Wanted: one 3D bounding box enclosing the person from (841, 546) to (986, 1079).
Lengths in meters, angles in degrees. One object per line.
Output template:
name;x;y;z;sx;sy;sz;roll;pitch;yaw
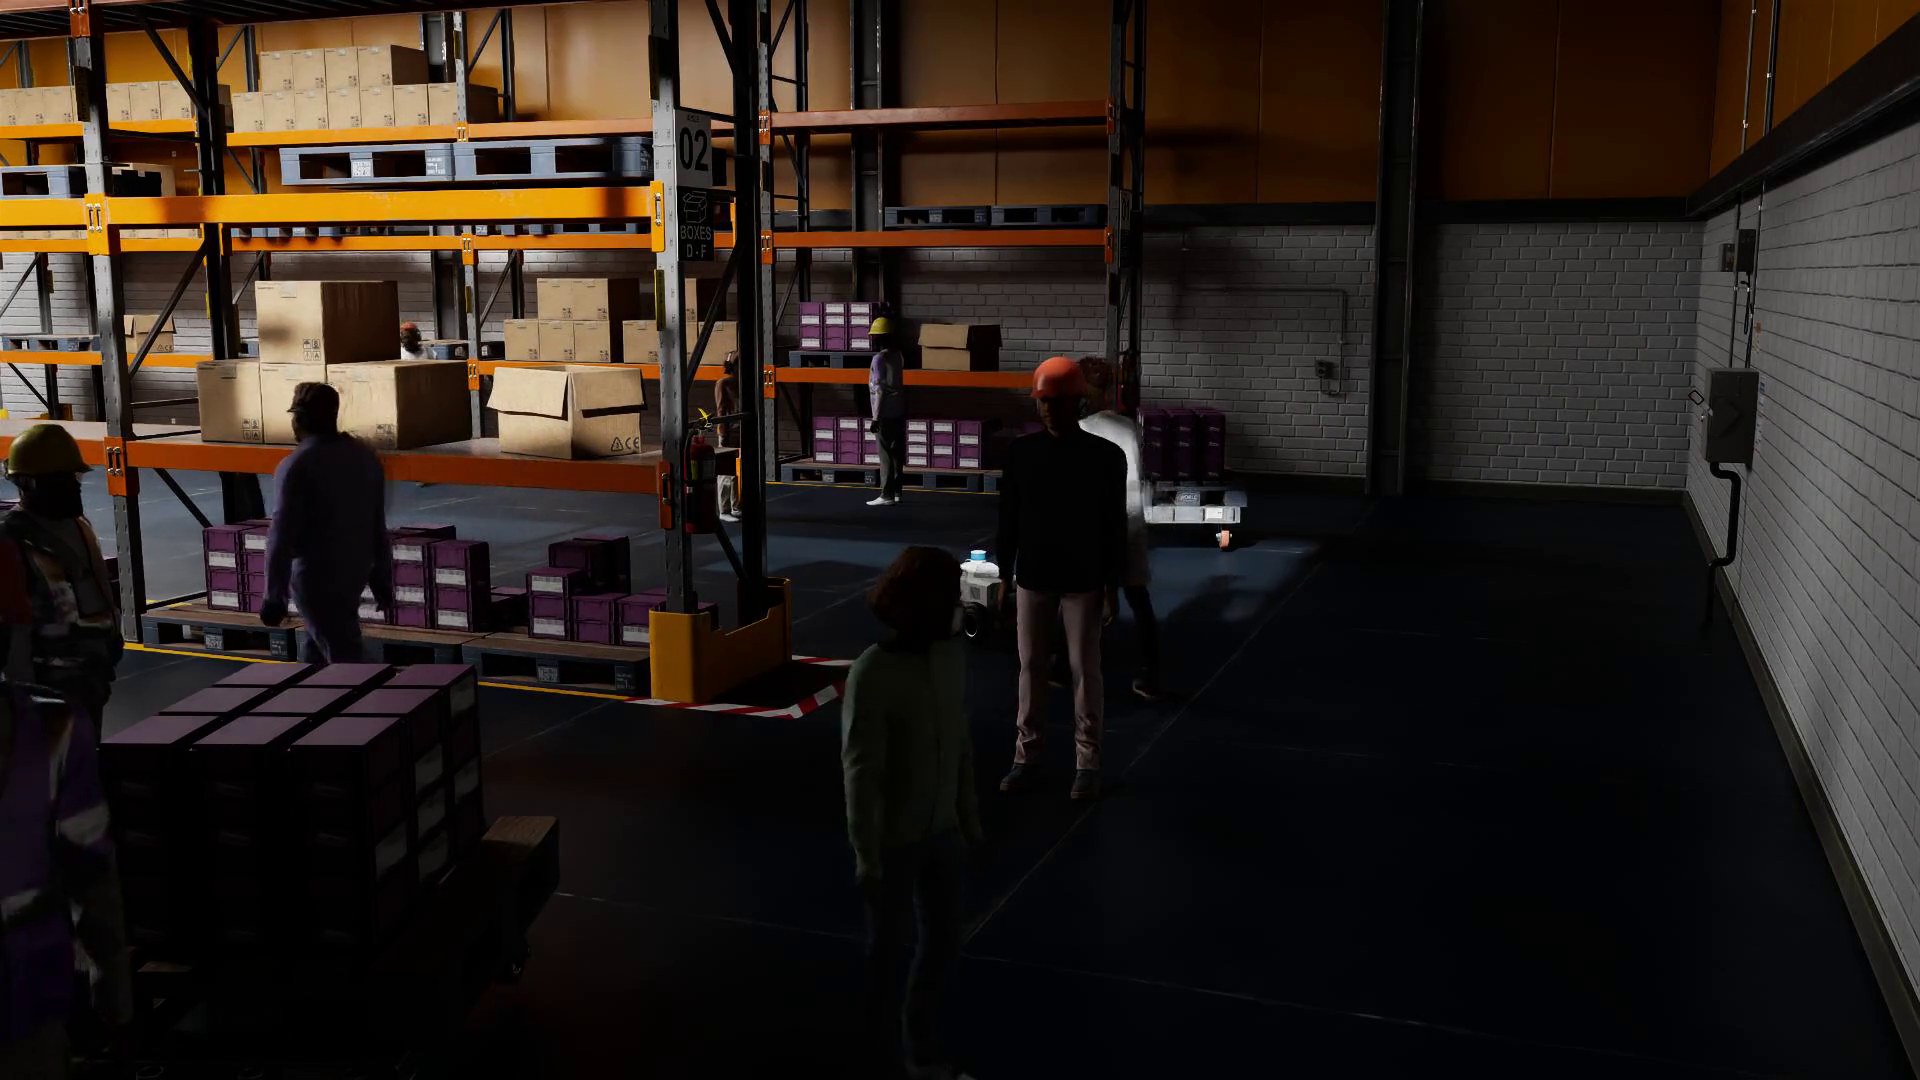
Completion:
person;-0.139;0.828;4.587;0.313;1.626;0.538;7;12;39

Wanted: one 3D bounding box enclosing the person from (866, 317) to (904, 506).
person;-0.777;-1.307;17.019;0.373;1.925;0.595;3;10;19

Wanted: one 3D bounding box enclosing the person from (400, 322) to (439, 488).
person;-6.132;-1.537;18.764;0.627;1.846;0.934;-2;9;-14

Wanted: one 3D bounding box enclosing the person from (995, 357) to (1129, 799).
person;0.447;0.173;7.516;0.617;1.994;0.381;3;10;20

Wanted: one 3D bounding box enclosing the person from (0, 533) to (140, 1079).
person;-1.828;0.908;3.122;0.473;1.921;0.586;5;11;31

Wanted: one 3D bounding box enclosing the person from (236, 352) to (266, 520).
person;-6.503;-0.911;14.957;0.644;1.810;0.602;2;9;13

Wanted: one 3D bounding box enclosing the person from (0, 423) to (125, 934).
person;-3.254;0.490;6.034;0.404;1.830;0.603;0;9;-3

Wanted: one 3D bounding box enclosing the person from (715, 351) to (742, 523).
person;-2.162;-0.997;15.966;0.310;1.642;0.514;4;10;24

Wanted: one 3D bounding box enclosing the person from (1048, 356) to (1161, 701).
person;0.801;-0.067;9.343;0.640;1.906;0.846;-9;13;-44

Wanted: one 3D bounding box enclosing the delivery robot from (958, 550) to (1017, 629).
delivery robot;0.119;0.311;10.861;0.477;0.478;0.707;-7;11;-37

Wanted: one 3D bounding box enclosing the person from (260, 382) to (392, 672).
person;-3.050;0.179;7.919;0.986;1.852;0.664;3;9;16
